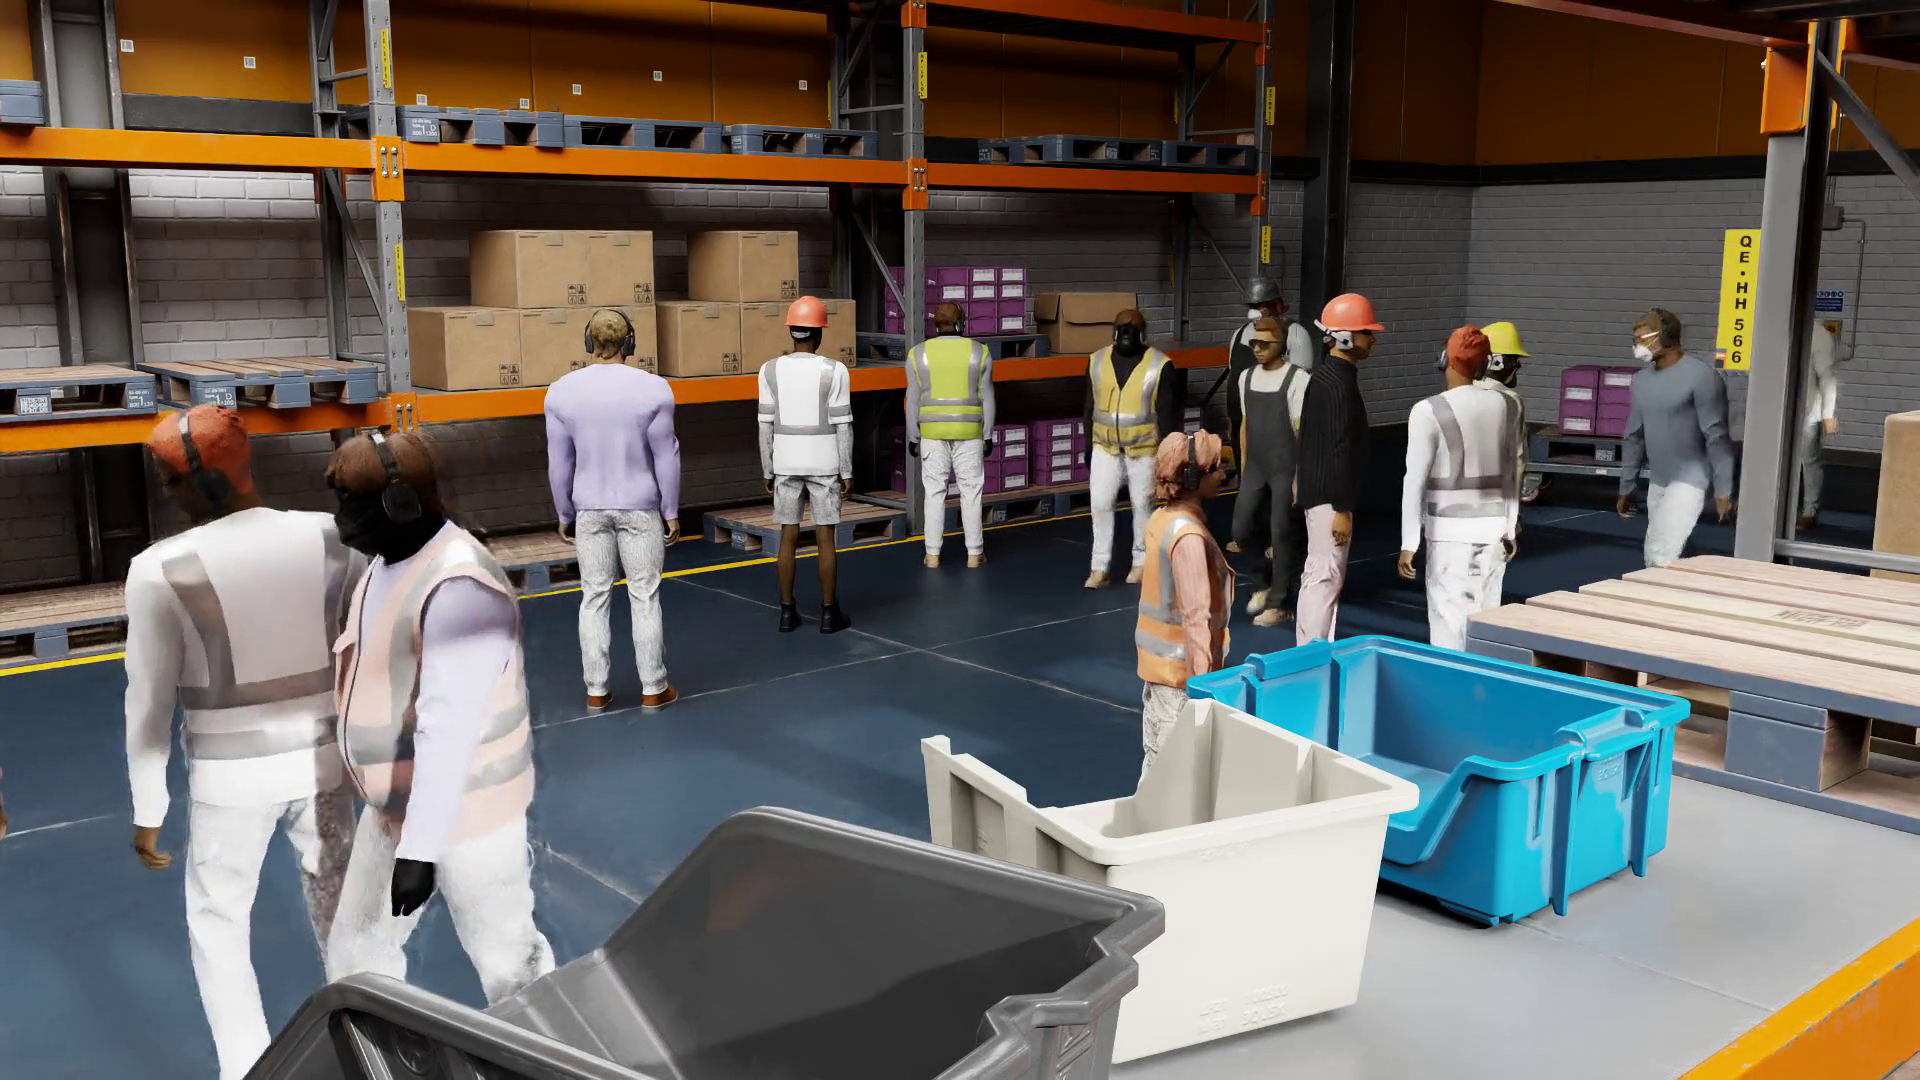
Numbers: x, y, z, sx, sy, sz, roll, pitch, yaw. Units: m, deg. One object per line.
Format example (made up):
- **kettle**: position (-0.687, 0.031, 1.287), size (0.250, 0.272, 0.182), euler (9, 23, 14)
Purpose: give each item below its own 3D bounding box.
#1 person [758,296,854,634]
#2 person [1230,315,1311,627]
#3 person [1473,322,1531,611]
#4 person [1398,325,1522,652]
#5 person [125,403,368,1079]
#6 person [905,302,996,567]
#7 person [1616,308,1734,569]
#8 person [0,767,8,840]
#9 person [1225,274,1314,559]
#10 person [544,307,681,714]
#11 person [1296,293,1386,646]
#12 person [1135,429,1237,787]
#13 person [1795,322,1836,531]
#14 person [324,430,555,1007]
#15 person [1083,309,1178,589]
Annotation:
- **person**: position (-0.872, -0.425, 9.556), size (0.551, 1.936, 0.357), euler (2, 10, 10)
- **person**: position (1.814, -0.393, 9.710), size (0.508, 1.830, 0.393), euler (9, 14, 42)
- **person**: position (2.760, -0.223, 8.734), size (0.403, 1.827, 0.597), euler (-3, 11, -18)
- **person**: position (2.267, -0.023, 7.491), size (0.686, 1.869, 0.411), euler (-5, 11, -24)
- **person**: position (-1.636, 0.589, 4.108), size (0.745, 1.869, 0.389), euler (-9, 14, -42)
- **person**: position (-0.060, -0.719, 11.493), size (0.619, 1.839, 0.430), euler (0, 10, 3)
- **person**: position (3.787, -0.267, 8.797), size (0.566, 1.897, 0.635), euler (-2, 10, -10)
- **person**: position (-2.651, 0.629, 4.138), size (0.533, 1.767, 0.326), euler (-1, 10, -5)
- **person**: position (2.148, -0.896, 11.907), size (0.535, 2.000, 0.689), euler (-9, 14, -41)
- **person**: position (-1.630, -0.129, 7.899), size (0.627, 1.941, 0.370), euler (0, 10, 1)
- **person**: position (1.842, -0.200, 8.134), size (0.391, 1.995, 0.613), euler (1, 10, 6)
- **person**: position (0.729, 0.455, 5.462), size (0.310, 1.642, 0.514), euler (-1, 10, -5)
- **person**: position (6.424, -0.992, 12.850), size (0.824, 1.886, 0.731), euler (-5, 11, -27)
- **person**: position (-1.314, 0.654, 3.885), size (0.823, 1.797, 0.642), euler (-9, 13, -40)
- **person**: position (1.060, -0.577, 10.754), size (0.654, 1.809, 0.797), euler (4, 11, 22)
